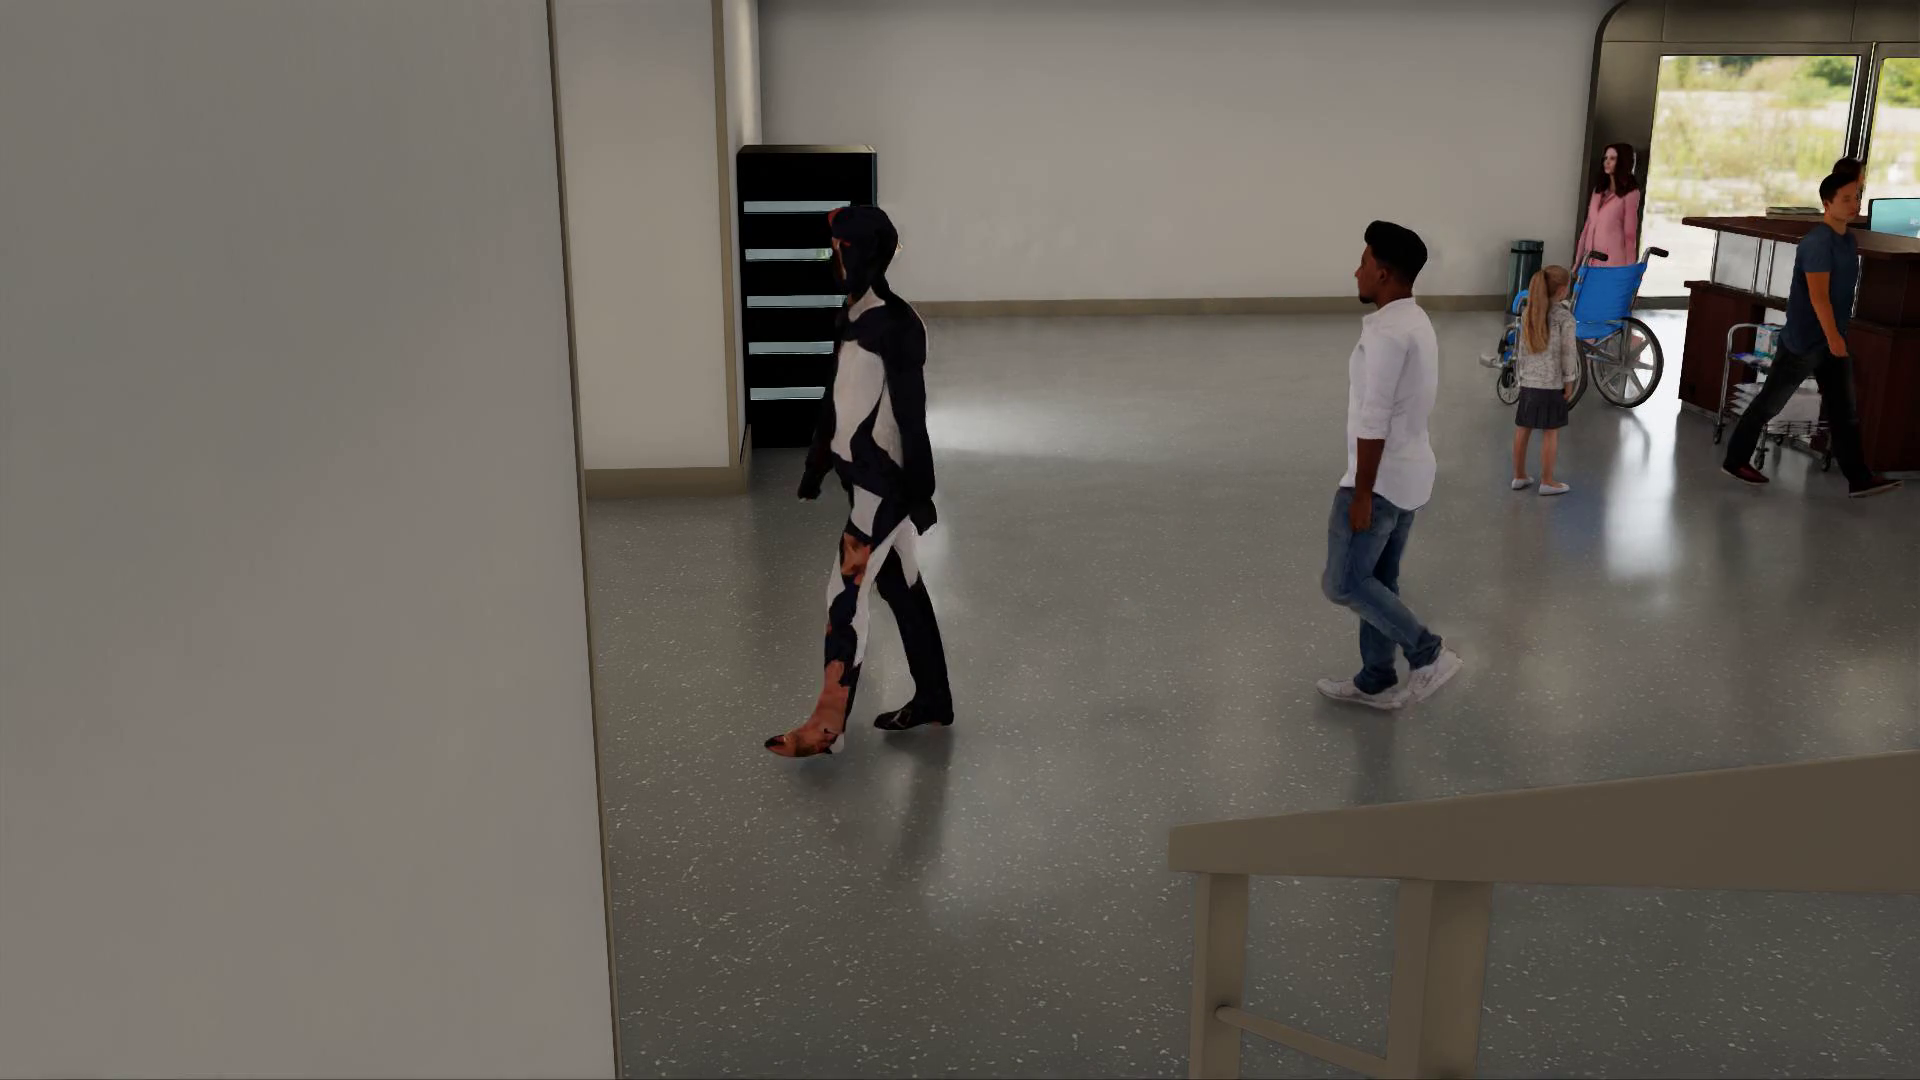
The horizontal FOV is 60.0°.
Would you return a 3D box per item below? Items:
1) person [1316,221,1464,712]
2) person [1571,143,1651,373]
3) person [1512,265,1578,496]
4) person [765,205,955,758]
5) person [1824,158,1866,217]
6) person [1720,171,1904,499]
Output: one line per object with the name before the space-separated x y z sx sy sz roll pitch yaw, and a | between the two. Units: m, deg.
person | 1.594 -0.214 5.940 0.923 1.798 0.881 9 18 29
person | 4.969 -2.087 12.636 0.860 1.768 1.109 -5 17 -18
person | 3.280 -0.905 9.337 0.658 1.277 0.582 -12 20 -36
person | -0.186 -0.190 5.735 0.889 1.861 0.988 -5 17 -17
person | 6.463 -1.972 12.344 0.751 1.705 0.608 4 16 15
person | 4.574 -1.087 9.126 1.073 1.749 1.288 -12 20 -36
